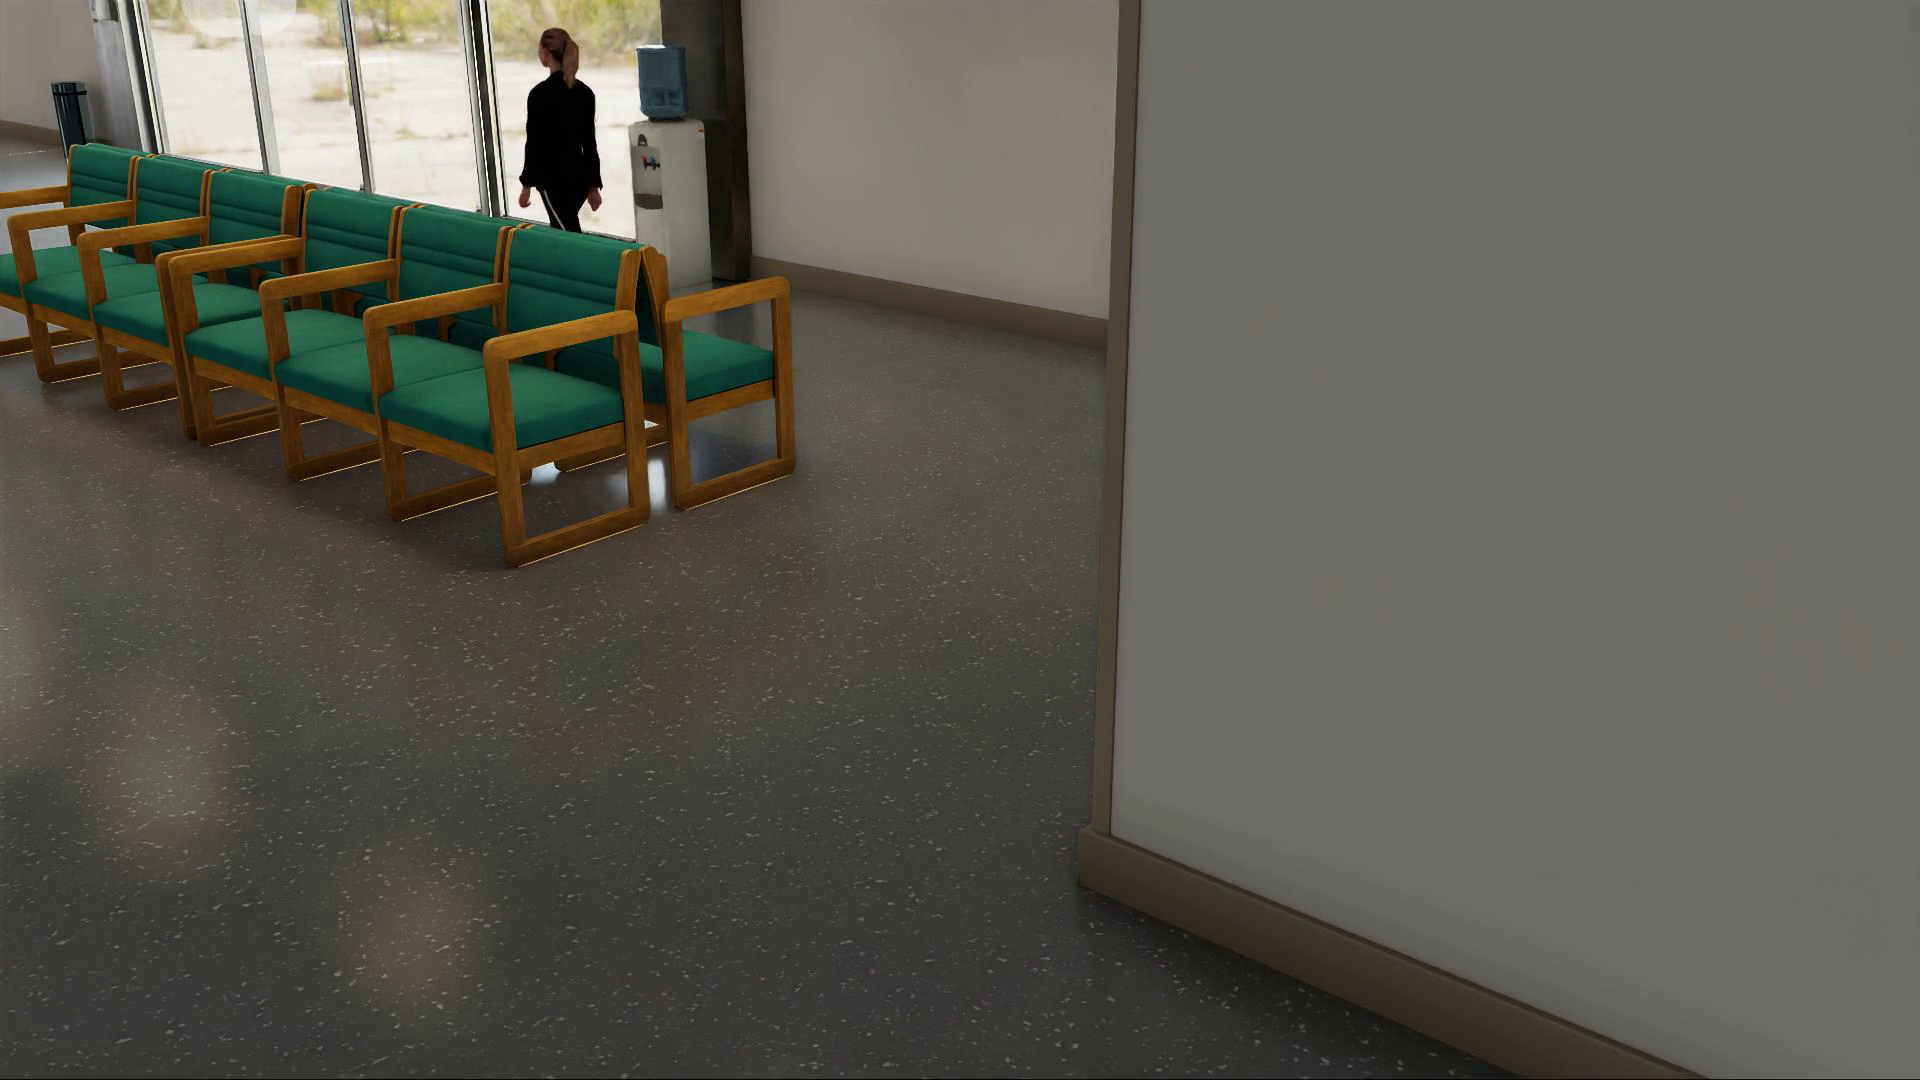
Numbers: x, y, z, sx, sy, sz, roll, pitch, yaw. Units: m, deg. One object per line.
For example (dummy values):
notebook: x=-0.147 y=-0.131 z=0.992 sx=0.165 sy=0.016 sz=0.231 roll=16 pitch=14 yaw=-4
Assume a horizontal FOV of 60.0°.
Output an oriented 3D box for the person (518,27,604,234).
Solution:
person: x=-2.084 y=-1.870 z=9.029 sx=0.827 sy=1.667 sz=1.053 roll=11 pitch=23 yaw=27
